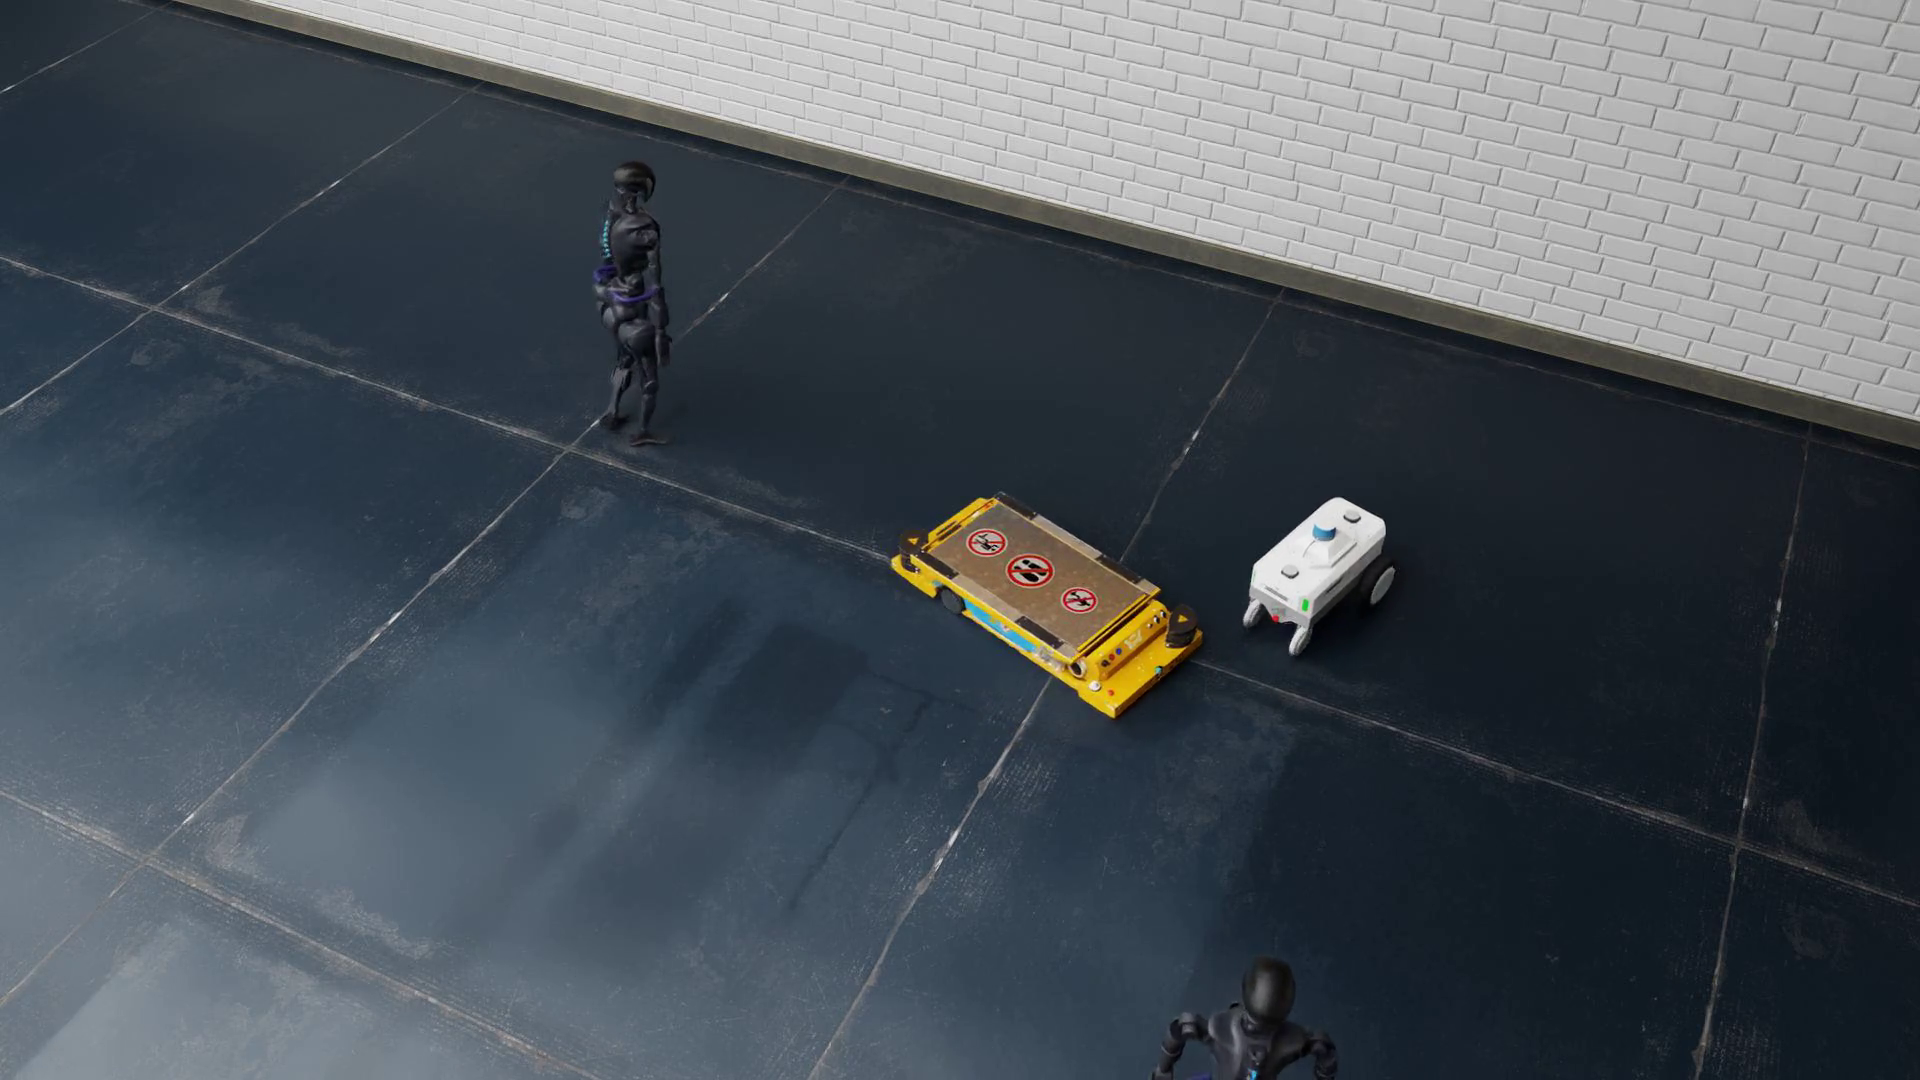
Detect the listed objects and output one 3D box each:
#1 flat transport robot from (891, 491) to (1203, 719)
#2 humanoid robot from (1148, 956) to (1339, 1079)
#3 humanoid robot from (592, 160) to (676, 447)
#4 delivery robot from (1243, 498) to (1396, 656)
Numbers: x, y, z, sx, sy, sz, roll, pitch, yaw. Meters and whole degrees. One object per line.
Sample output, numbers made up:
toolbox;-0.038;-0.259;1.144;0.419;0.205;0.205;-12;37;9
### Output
flat transport robot;0.400;0.260;7.975;1.431;0.231;0.659;33;52;30
humanoid robot;0.843;1.831;5.267;0.606;1.649;0.608;4;43;5
humanoid robot;-1.710;-1.183;8.498;0.458;1.637;0.603;-29;50;-28
delivery robot;1.707;0.129;7.910;0.499;0.602;0.795;32;52;30
